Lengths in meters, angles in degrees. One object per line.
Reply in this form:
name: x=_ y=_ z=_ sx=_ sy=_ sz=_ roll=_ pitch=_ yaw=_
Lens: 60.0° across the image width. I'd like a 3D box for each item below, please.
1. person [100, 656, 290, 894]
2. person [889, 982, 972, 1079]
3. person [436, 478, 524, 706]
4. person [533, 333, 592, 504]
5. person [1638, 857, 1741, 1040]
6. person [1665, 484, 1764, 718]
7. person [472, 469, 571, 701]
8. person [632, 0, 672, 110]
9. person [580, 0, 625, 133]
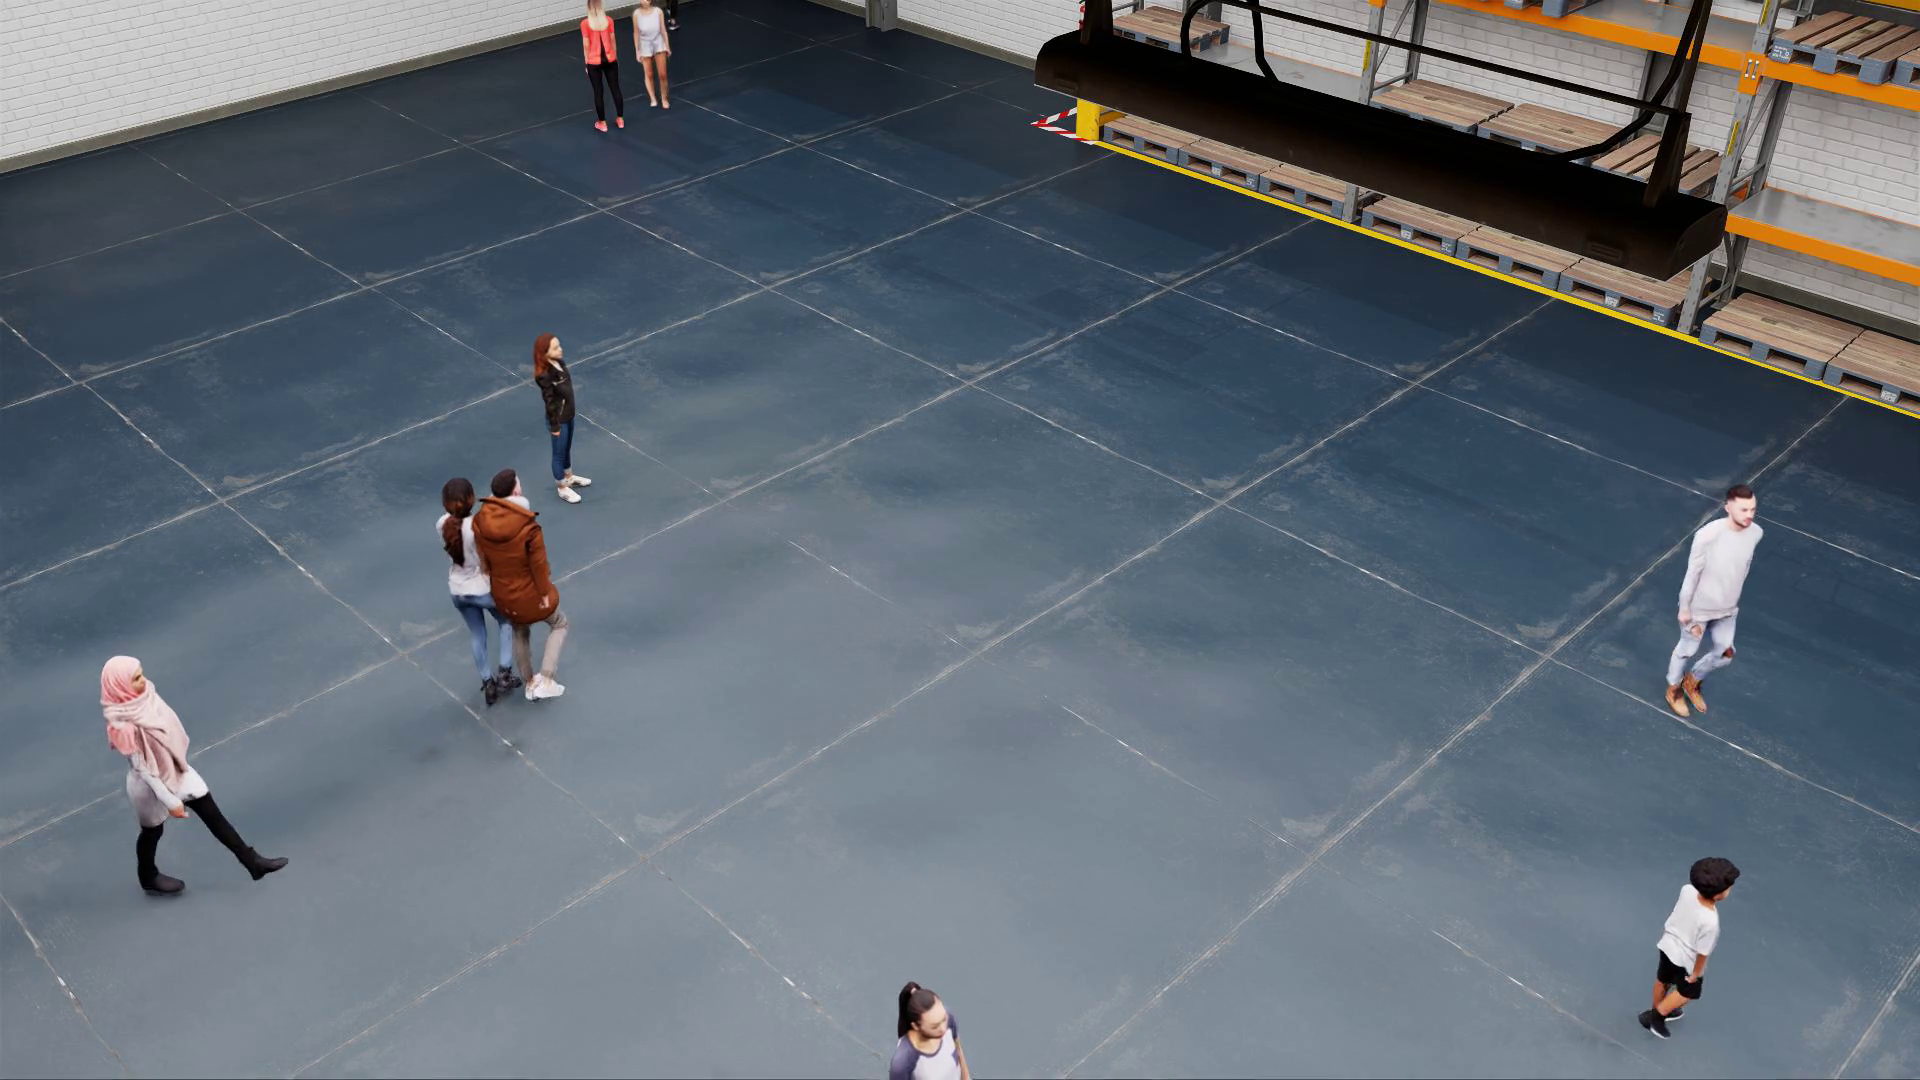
person: x=-4.808 y=1.449 z=9.790 sx=1.203 sy=1.758 sz=1.105 roll=2 pitch=34 yaw=3
person: x=-0.209 y=2.707 z=8.026 sx=1.085 sy=1.615 sz=0.745 roll=19 pitch=38 yaw=26
person: x=-3.358 y=0.407 z=11.407 sx=0.727 sy=1.702 sz=0.805 roll=10 pitch=35 yaw=15
person: x=-3.326 y=-1.038 z=13.780 sx=0.682 sy=1.484 sz=0.640 roll=4 pitch=34 yaw=6
person: x=3.908 y=2.228 z=9.077 sx=0.673 sy=1.249 sz=0.616 roll=-7 pitch=34 yaw=-11
person: x=5.065 y=0.374 z=11.346 sx=0.797 sy=1.826 sz=0.833 roll=-4 pitch=34 yaw=-6
person: x=-3.023 y=0.380 z=11.338 sx=0.792 sy=1.824 sz=0.894 roll=9 pitch=35 yaw=13
person: x=-4.063 y=-6.511 z=21.909 sx=0.773 sy=1.599 sz=0.822 roll=-6 pitch=34 yaw=-9
person: x=-4.557 y=-6.073 z=21.165 sx=0.648 sy=1.693 sz=0.626 roll=-17 pitch=37 yaw=-23
